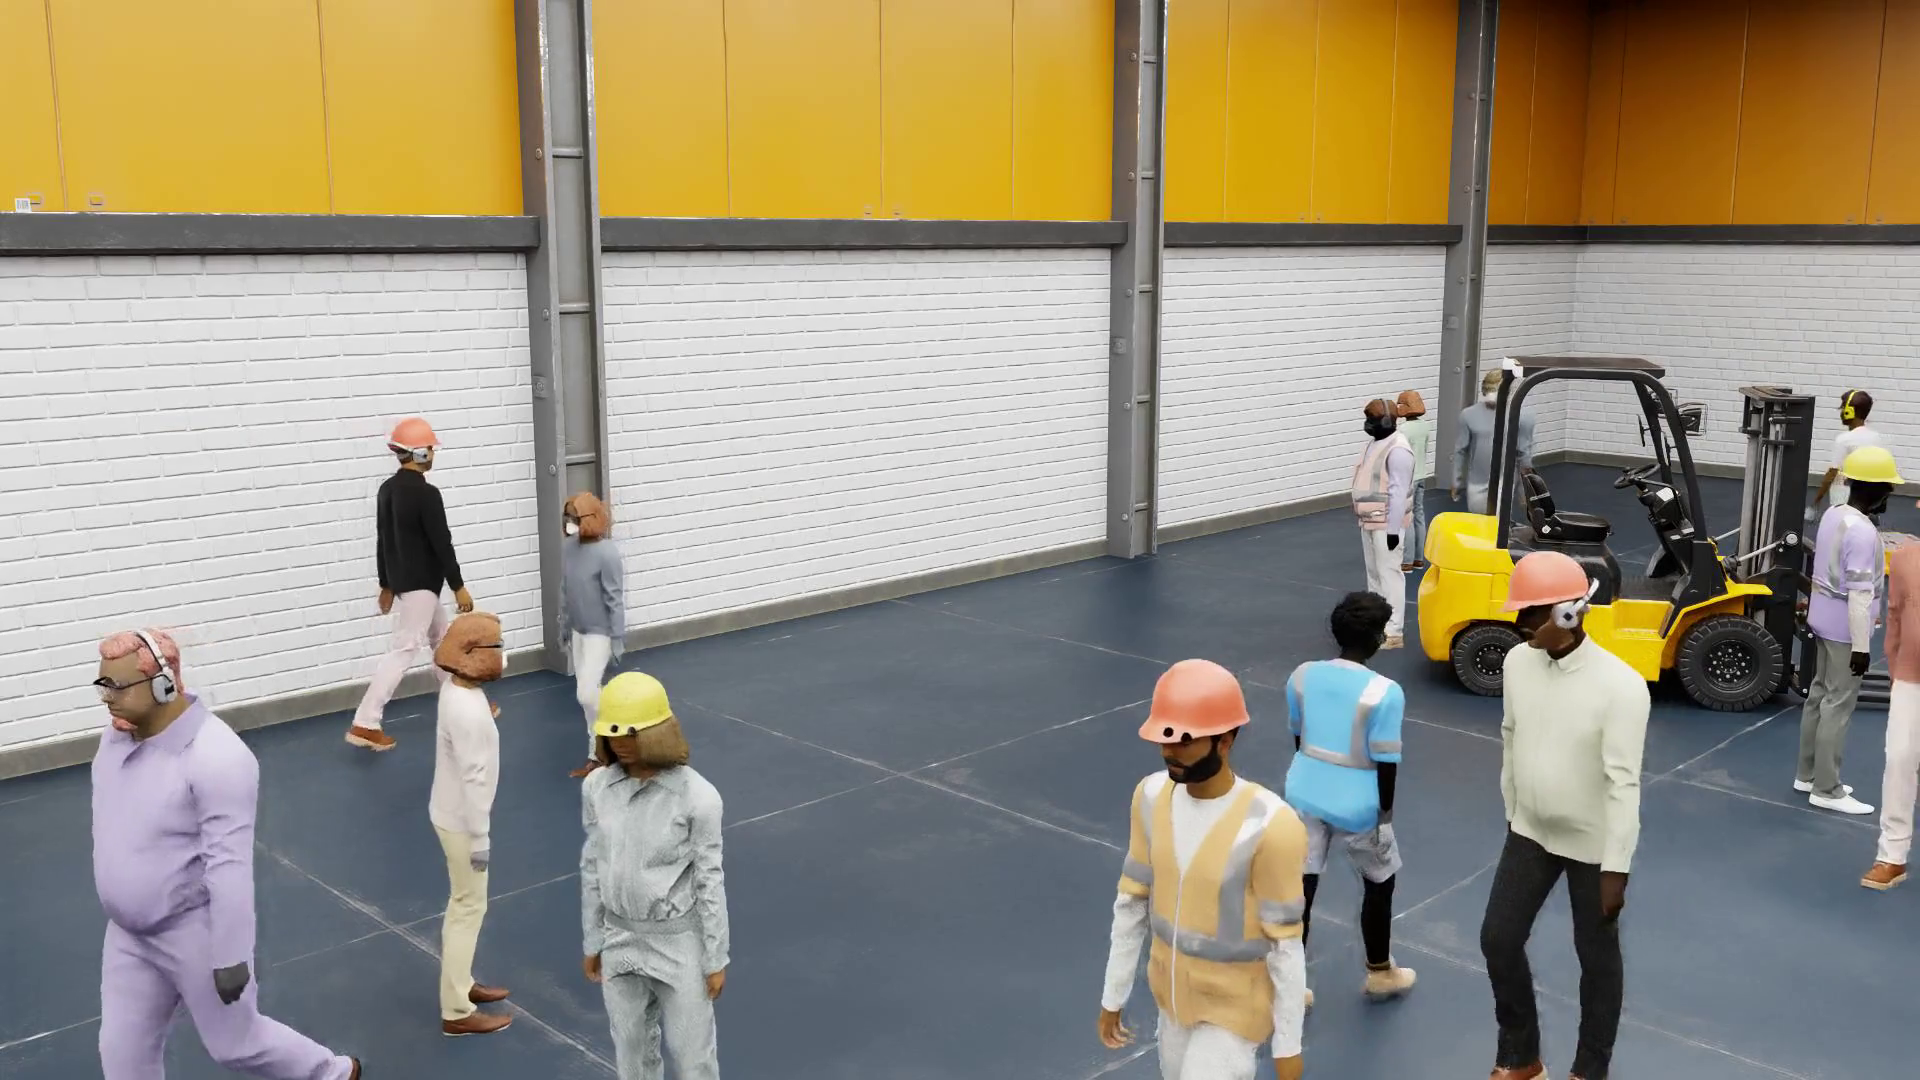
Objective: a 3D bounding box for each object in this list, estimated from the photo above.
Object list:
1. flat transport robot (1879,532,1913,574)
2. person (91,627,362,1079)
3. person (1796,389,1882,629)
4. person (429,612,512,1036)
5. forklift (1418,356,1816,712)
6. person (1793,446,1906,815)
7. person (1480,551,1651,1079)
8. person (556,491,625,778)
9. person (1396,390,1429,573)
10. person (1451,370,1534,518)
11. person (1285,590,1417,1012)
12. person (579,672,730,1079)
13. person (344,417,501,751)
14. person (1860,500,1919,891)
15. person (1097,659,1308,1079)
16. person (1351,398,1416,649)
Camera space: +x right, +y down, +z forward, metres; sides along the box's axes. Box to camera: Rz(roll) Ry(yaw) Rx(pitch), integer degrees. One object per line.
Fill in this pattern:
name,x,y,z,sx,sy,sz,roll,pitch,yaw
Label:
flat transport robot,8.462,0.104,15.208,0.652,0.197,1.431,3,11,15
person,-2.343,1.155,5.141,0.649,1.878,0.869,5,12,27
person,6.814,-0.239,12.828,0.513,1.834,0.853,-7,12,-32
person,-1.847,1.067,6.293,0.326,1.615,0.502,-4,11,-22
forklift,4.276,-0.101,11.076,2.313,2.155,1.214,2,11,13
person,4.671,0.462,8.736,0.378,1.925,0.594,2,11,12
person,2.010,1.019,5.587,0.663,1.955,0.652,-8,13,-36
person,-2.058,0.533,9.198,0.337,1.623,0.501,-9,14,-41
person,4.018,-0.522,14.902,0.281,1.633,0.501,10,14,42
person,4.508,-0.502,14.079,0.643,1.904,0.964,7,13,35
person,1.508,1.009,6.436,0.748,1.654,0.557,-10,14,-43
person,-0.942,1.237,5.042,0.491,1.734,0.334,4,11,23
person,-3.250,0.250,9.863,1.028,1.950,0.613,-9,14,-40
person,4.620,0.625,7.743,0.888,1.971,0.604,-8,13,-36
person,0.566,1.261,4.420,0.794,1.906,0.565,-8,13,-37
person,3.086,-0.124,12.202,0.430,1.837,0.627,-1,10,-7
